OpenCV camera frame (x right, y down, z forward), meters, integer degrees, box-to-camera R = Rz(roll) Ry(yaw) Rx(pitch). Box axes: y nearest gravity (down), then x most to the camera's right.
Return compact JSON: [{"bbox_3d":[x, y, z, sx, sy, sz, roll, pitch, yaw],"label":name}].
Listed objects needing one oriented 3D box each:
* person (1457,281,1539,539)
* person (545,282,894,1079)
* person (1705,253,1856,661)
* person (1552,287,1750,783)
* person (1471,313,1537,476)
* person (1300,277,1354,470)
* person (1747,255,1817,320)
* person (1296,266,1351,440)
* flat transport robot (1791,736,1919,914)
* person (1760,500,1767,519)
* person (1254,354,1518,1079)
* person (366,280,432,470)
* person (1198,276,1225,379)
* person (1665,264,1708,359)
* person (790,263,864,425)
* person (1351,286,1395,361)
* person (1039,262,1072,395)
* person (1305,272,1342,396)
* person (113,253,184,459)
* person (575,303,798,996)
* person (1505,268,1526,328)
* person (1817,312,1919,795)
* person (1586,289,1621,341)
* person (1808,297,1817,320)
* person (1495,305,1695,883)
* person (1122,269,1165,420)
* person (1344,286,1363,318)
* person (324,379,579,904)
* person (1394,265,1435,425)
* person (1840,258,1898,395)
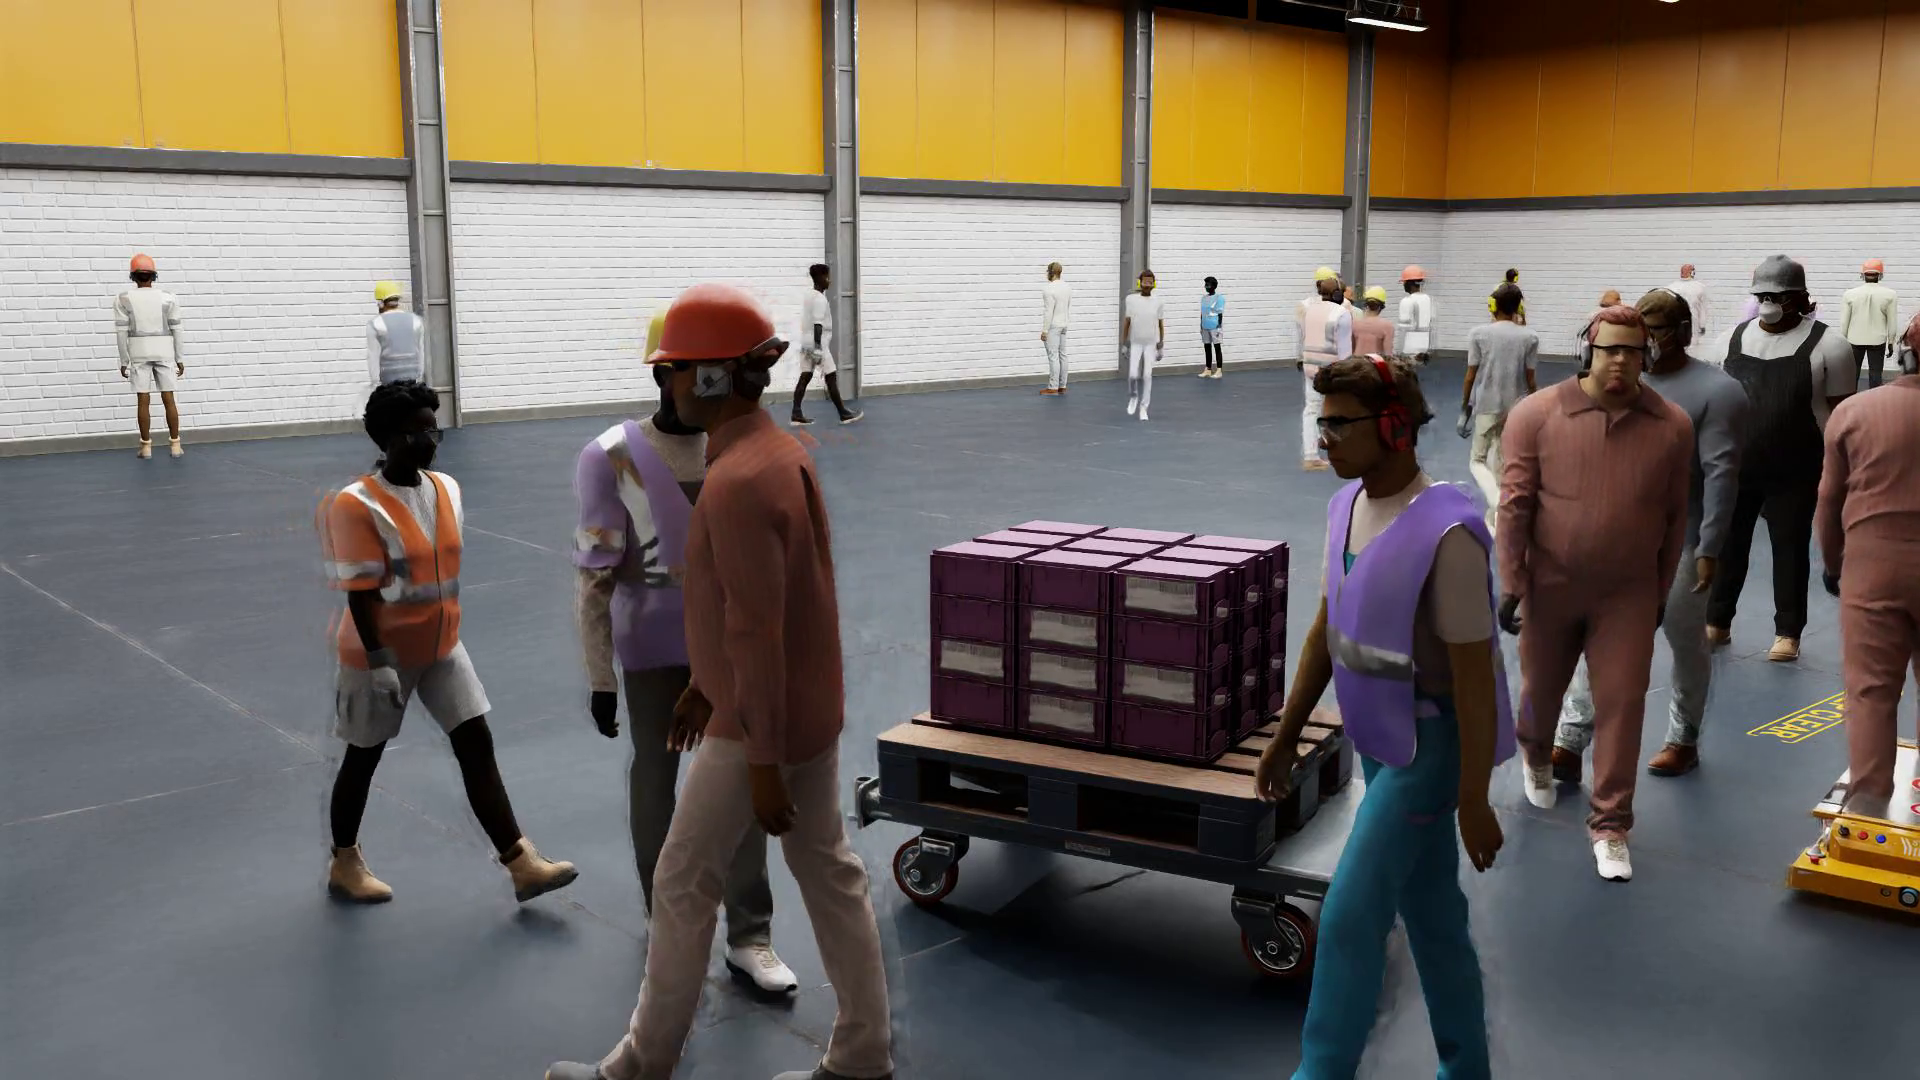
[{"bbox_3d":[3.799,-0.895,11.732,0.531,1.855,0.668,0,10,-2],"label":"person"},{"bbox_3d":[-0.569,0.401,3.829,0.919,1.950,0.604,2,10,10],"label":"person"},{"bbox_3d":[4.045,-0.412,8.353,0.688,2.000,0.535,9,13,42],"label":"person"},{"bbox_3d":[2.577,0.013,6.275,0.969,1.892,0.651,-8,12,-38],"label":"person"},{"bbox_3d":[4.435,-1.102,13.602,0.512,1.619,0.528,3,10,18],"label":"person"},{"bbox_3d":[3.562,-1.569,15.762,0.728,1.817,0.661,-6,12,-32],"label":"person"},{"bbox_3d":[7.425,-1.561,15.104,0.634,2.030,0.477,0,10,2],"label":"person"},{"bbox_3d":[4.004,-2.050,18.324,0.615,1.904,0.426,2,10,13],"label":"person"},{"bbox_3d":[3.306,0.945,5.580,0.652,0.197,1.431,7,12,37],"label":"flat transport robot"},{"bbox_3d":[6.236,-0.947,12.719,0.520,1.617,0.684,8,13,40],"label":"person"},{"bbox_3d":[0.873,0.498,3.707,0.837,1.804,0.570,-1,10,-5],"label":"person"},{"bbox_3d":[-5.271,-1.538,15.634,0.590,1.807,0.834,-9,13,-42],"label":"person"},{"bbox_3d":[4.161,-3.515,27.546,0.318,1.691,0.529,-7,12,-35],"label":"person"},{"bbox_3d":[11.393,-3.379,26.134,0.636,1.903,0.405,6,11,30],"label":"person"},{"bbox_3d":[-1.624,-2.334,19.911,0.956,1.924,0.624,-4,11,-24],"label":"person"},{"bbox_3d":[4.097,-1.695,16.772,0.532,1.732,0.858,7,12,34],"label":"person"},{"bbox_3d":[1.382,-3.075,24.244,0.370,1.939,0.631,6,12,33],"label":"person"},{"bbox_3d":[5.352,-2.961,24.031,1.001,1.791,0.538,-8,13,-40],"label":"person"},{"bbox_3d":[-8.097,-1.831,16.641,0.608,2.048,0.364,-5,11,-29],"label":"person"},{"bbox_3d":[-0.713,0.307,4.535,0.626,1.895,0.791,-6,11,-31],"label":"person"},{"bbox_3d":[9.274,-3.665,28.107,0.999,1.820,0.531,-7,12,-35],"label":"person"},{"bbox_3d":[3.314,0.128,5.788,0.625,1.842,0.995,5,11,26],"label":"person"},{"bbox_3d":[7.969,-2.292,20.588,0.506,1.617,0.569,8,13,39],"label":"person"},{"bbox_3d":[10.185,-2.369,20.441,0.592,1.828,1.014,1,10,6],"label":"person"},{"bbox_3d":[2.157,0.125,5.733,0.638,1.872,0.940,2,10,12],"label":"person"},{"bbox_3d":[2.270,-2.407,20.562,0.525,1.854,0.428,0,10,2],"label":"person"},{"bbox_3d":[5.128,-2.578,22.258,0.494,1.623,0.293,3,10,16],"label":"person"},{"bbox_3d":[-1.633,0.343,5.068,0.896,1.648,0.543,5,11,27],"label":"person"},{"bbox_3d":[5.266,-2.239,19.418,0.542,1.923,0.396,-9,13,-43],"label":"person"},{"bbox_3d":[10.982,-2.402,20.131,0.611,1.997,0.375,6,11,31],"label":"person"}]
